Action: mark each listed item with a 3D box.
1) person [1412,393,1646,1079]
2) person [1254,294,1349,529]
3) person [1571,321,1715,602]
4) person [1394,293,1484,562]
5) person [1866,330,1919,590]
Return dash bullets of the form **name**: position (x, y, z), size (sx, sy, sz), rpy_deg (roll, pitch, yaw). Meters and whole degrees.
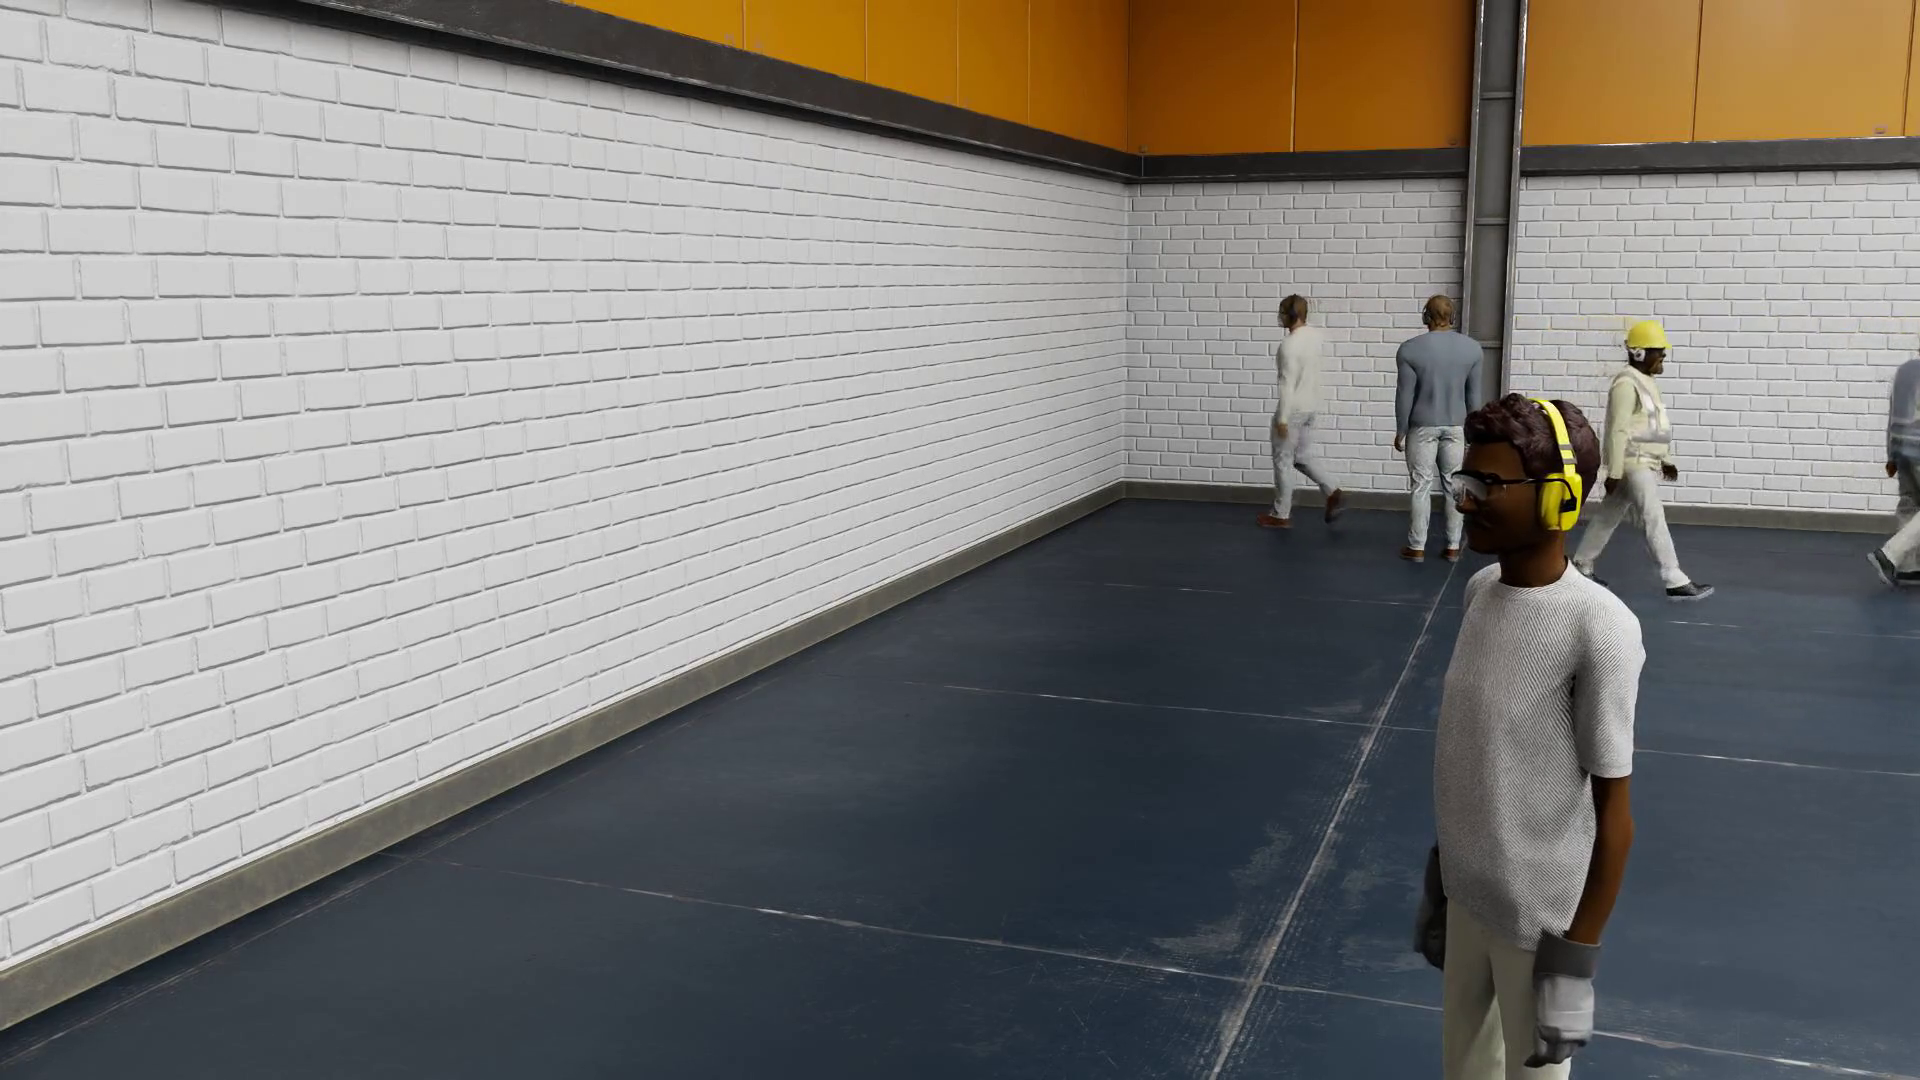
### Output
- **person**: position (0.963, 0.677, 2.959), size (0.328, 1.868, 0.508), rpy_deg (-2, 9, -14)
- **person**: position (2.762, -1.027, 13.468), size (0.672, 1.924, 0.640), rpy_deg (7, 11, 36)
- **person**: position (4.374, -0.513, 10.689), size (0.934, 1.785, 0.587), rpy_deg (5, 10, 30)
- **person**: position (3.432, -0.800, 12.004), size (0.632, 1.940, 0.372), rpy_deg (0, 9, -3)
- **person**: position (6.287, -0.563, 10.930), size (0.583, 1.821, 0.608), rpy_deg (0, 9, -1)
